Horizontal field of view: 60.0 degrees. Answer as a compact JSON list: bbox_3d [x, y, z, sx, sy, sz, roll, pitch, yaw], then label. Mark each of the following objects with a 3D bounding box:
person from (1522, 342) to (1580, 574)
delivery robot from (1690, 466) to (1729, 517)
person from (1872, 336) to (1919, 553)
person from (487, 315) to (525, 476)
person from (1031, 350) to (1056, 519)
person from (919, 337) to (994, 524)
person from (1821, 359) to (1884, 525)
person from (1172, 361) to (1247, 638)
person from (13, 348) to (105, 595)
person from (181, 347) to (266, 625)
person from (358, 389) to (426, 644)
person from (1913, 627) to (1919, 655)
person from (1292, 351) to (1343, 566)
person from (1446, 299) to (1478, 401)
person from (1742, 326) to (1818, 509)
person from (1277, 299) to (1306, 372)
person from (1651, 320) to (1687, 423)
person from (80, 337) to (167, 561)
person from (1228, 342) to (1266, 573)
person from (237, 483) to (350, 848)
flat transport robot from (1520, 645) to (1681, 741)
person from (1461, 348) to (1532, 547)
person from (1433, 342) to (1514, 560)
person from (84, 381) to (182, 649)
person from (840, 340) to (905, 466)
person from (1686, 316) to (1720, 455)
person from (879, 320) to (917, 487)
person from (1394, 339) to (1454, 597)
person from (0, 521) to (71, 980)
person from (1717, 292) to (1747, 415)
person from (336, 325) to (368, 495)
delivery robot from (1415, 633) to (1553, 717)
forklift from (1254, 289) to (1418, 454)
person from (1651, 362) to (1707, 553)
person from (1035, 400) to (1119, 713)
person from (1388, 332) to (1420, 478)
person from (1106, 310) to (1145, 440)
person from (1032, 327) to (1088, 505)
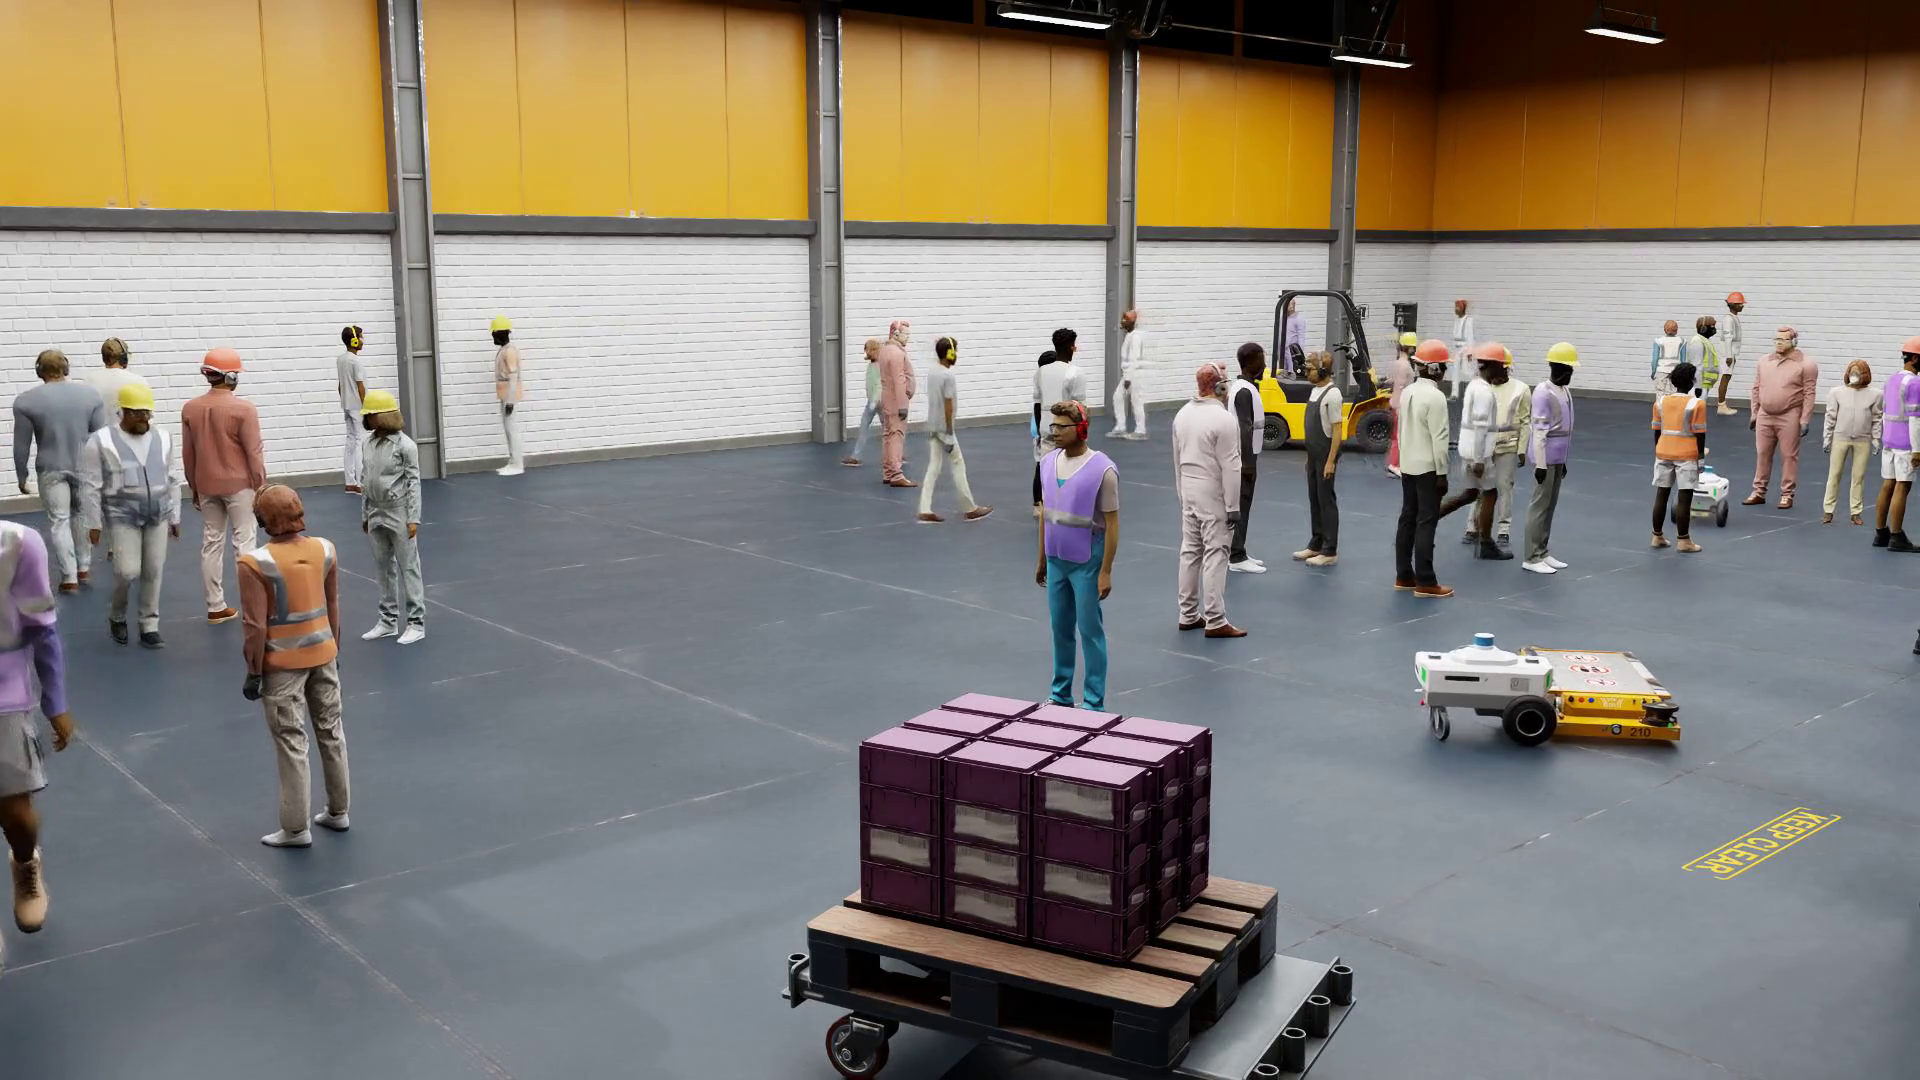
[{"bbox_3d":[4.955,-0.688,13.903,0.376,1.922,0.594,7,12,36],"label":"person"},{"bbox_3d":[7.371,-0.486,16.455,0.477,0.478,0.707,6,12,33],"label":"delivery robot"},{"bbox_3d":[8.475,-0.858,14.895,0.374,1.928,0.542,1,10,4],"label":"person"},{"bbox_3d":[-5.466,-1.738,20.048,0.381,1.924,0.594,-4,10,-21],"label":"person"},{"bbox_3d":[0.872,-1.063,16.763,0.317,1.696,0.540,1,10,7],"label":"person"},{"bbox_3d":[-0.086,-1.078,16.448,0.796,1.833,0.557,-6,11,-30],"label":"person"},{"bbox_3d":[8.771,-0.962,16.357,0.506,1.632,0.283,4,10,22],"label":"person"},{"bbox_3d":[1.750,-0.279,11.551,0.408,1.913,0.643,-5,11,-28],"label":"person"},{"bbox_3d":[-7.105,-0.549,13.124,0.660,1.911,0.802,-8,13,-40],"label":"person"},{"bbox_3d":[-5.233,-0.381,11.904,0.614,1.993,0.395,2,10,13],"label":"person"},{"bbox_3d":[-3.895,-0.157,11.332,0.492,1.740,0.325,5,11,26],"label":"person"},{"bbox_3d":[6.471,-0.155,10.754,0.376,1.932,0.551,4,10,22],"label":"person"},{"bbox_3d":[3.080,-0.690,14.197,0.386,1.846,0.522,-2,10,-9],"label":"person"},{"bbox_3d":[9.225,-3.441,30.227,0.693,1.863,0.596,-3,10,-17],"label":"person"},{"bbox_3d":[8.586,-1.282,17.437,0.403,1.910,0.637,-7,12,-37],"label":"person"},{"bbox_3d":[5.775,-3.304,29.282,0.402,1.904,0.652,-5,11,-27],"label":"person"},{"bbox_3d":[11.083,-2.616,26.027,0.515,1.641,0.309,1,10,8],"label":"person"},{"bbox_3d":[-7.245,-0.774,14.370,0.628,1.940,0.378,1,10,9],"label":"person"},{"bbox_3d":[2.389,-0.696,13.966,0.388,1.921,0.594,1,10,7],"label":"person"},{"bbox_3d":[-2.974,0.561,7.436,0.315,1.636,0.515,5,11,28],"label":"person"},{"bbox_3d":[3.675,0.864,9.657,0.652,0.197,1.431,2,10,10],"label":"flat transport robot"},{"bbox_3d":[4.871,-0.851,15.161,0.589,1.822,0.403,6,11,30],"label":"person"},{"bbox_3d":[4.426,-0.780,14.526,0.791,1.907,0.573,1,10,8],"label":"person"},{"bbox_3d":[-5.514,-0.162,11.156,0.426,1.806,0.606,8,13,40],"label":"person"},{"bbox_3d":[-1.070,-1.713,20.889,0.855,1.583,0.514,-5,11,-27],"label":"person"},{"bbox_3d":[9.876,-2.056,22.161,0.430,1.845,0.619,6,11,30],"label":"person"},{"bbox_3d":[-0.707,-1.562,19.100,0.406,1.902,0.637,-3,10,-16],"label":"person"},{"bbox_3d":[3.616,-0.556,12.928,0.377,1.995,0.608,-3,10,-15],"label":"person"},{"bbox_3d":[-3.615,0.596,6.086,0.639,2.032,0.527,-3,10,-19],"label":"person"},{"bbox_3d":[12.844,-3.102,27.695,0.375,2.044,0.605,5,11,28],"label":"person"},{"bbox_3d":[-6.686,-1.436,18.445,0.510,1.872,0.328,9,13,41],"label":"person"},{"bbox_3d":[2.878,0.758,9.174,0.707,0.478,0.477,2,10,11],"label":"delivery robot"},{"bbox_3d":[5.034,-2.339,22.783,2.313,2.155,1.214,3,10,16],"label":"forklift"},{"bbox_3d":[6.421,-0.736,14.851,0.318,1.699,0.533,-6,11,-31],"label":"person"},{"bbox_3d":[0.659,0.132,9.339,0.373,1.843,0.572,-8,13,-40],"label":"person"},{"bbox_3d":[5.249,-1.573,19.611,0.379,1.753,0.525,3,10,14],"label":"person"},{"bbox_3d":[2.358,-2.356,23.850,0.719,1.857,0.620,-1,10,-4],"label":"person"},{"bbox_3d":[0.964,-1.027,15.766,0.602,1.967,0.370,9,13,42],"label":"person"}]
